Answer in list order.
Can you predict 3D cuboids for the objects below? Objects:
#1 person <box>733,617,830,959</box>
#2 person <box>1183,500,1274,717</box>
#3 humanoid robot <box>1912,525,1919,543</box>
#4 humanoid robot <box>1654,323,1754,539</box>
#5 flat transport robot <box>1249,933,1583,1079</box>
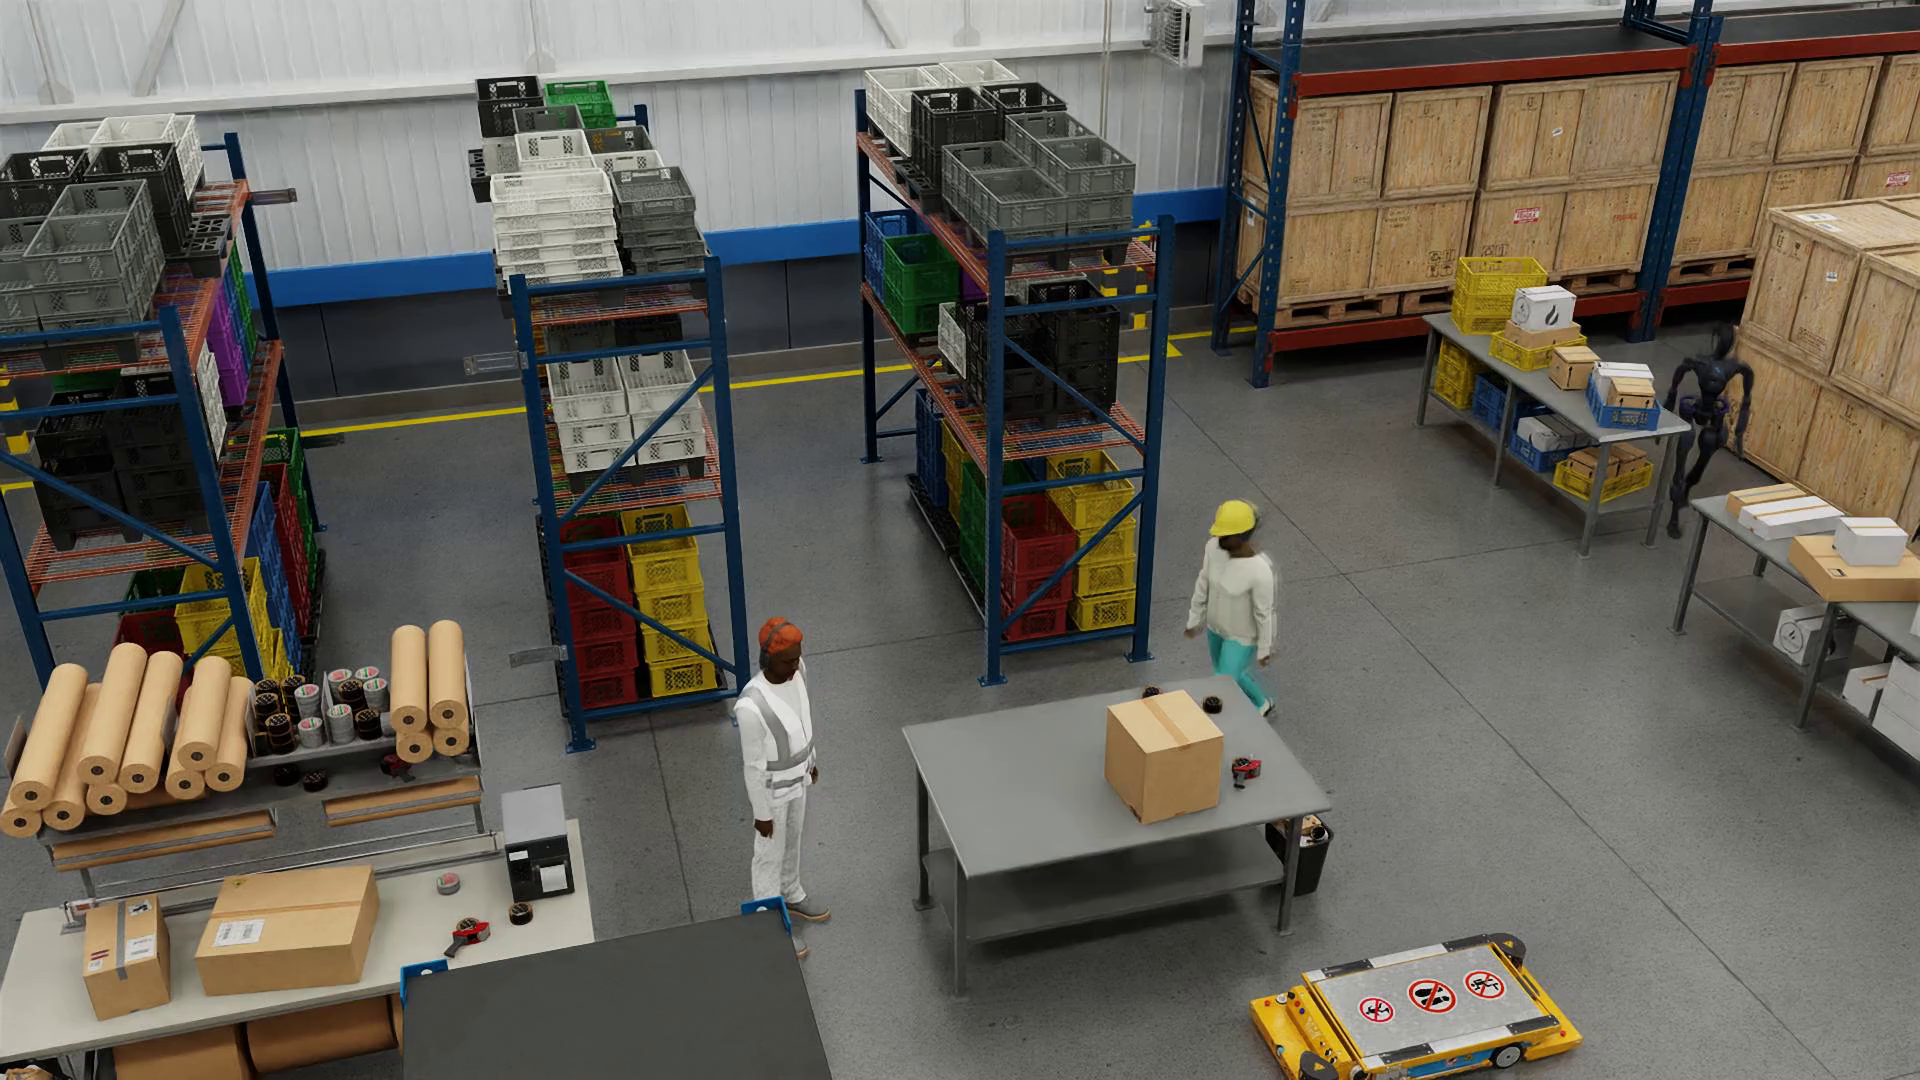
[{"bbox_3d":[-0.883,1.211,8.278,0.354,1.886,0.572,10,30,18],"label":"person"},{"bbox_3d":[1.601,0.518,9.692,0.839,1.723,0.522,-17,33,-28],"label":"person"},{"bbox_3d":[6.495,-0.035,10.764,0.325,1.649,0.627,-10,30,-17],"label":"humanoid robot"},{"bbox_3d":[5.508,-0.863,12.332,0.578,1.639,0.777,6,29,11],"label":"humanoid robot"},{"bbox_3d":[2.184,2.282,7.980,1.431,0.197,0.652,-8,30,-14],"label":"flat transport robot"}]
